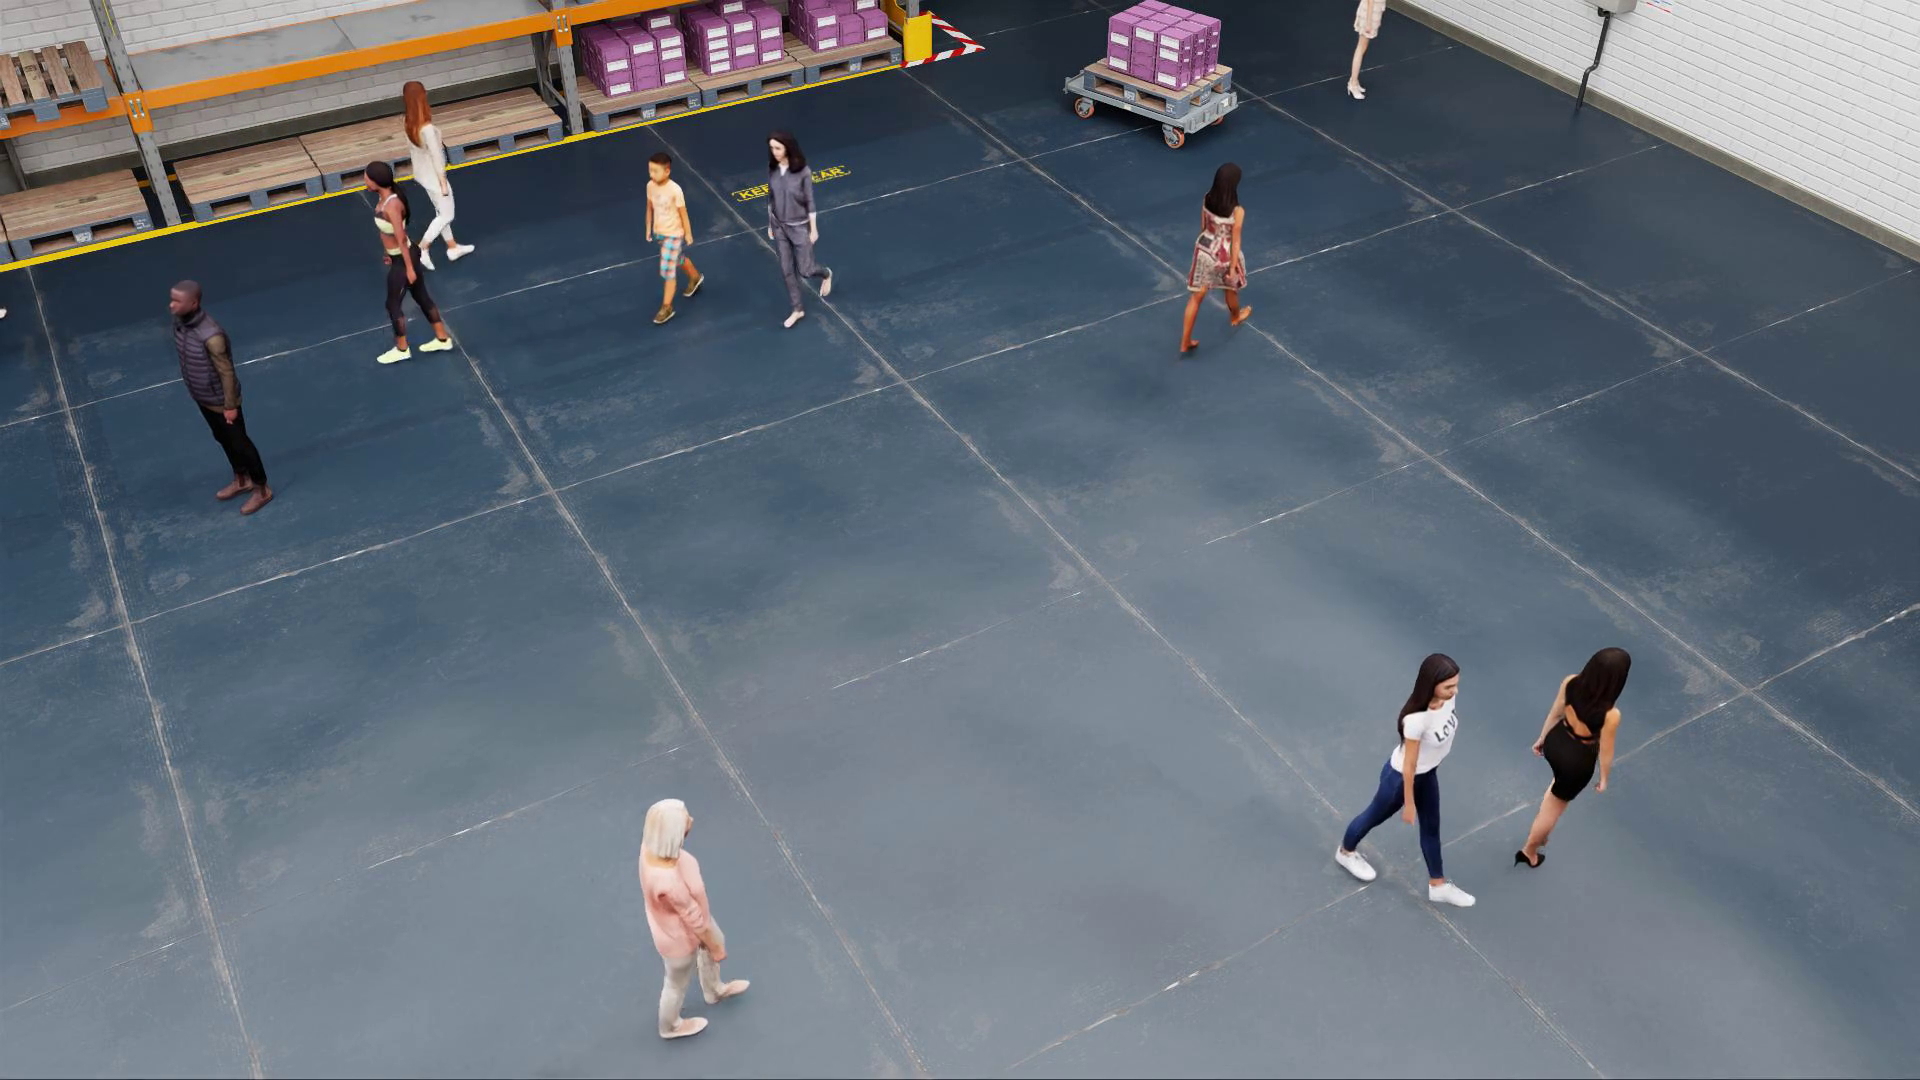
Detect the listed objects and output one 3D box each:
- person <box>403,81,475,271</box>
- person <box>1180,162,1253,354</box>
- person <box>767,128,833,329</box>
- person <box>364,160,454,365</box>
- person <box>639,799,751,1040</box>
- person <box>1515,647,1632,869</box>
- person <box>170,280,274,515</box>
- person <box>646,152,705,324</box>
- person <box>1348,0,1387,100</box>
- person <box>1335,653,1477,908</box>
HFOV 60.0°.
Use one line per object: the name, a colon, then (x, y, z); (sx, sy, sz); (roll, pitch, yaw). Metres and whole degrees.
person: (-4.708, -3.157, 14.609); (0.740, 1.688, 0.947); (31, 48, 33)
person: (2.034, -2.257, 13.558); (0.855, 1.593, 1.195); (29, 47, 31)
person: (-1.361, -2.656, 13.940); (0.843, 1.740, 0.957); (16, 41, 19)
person: (-4.401, -2.260, 13.449); (0.884, 1.734, 0.678); (-12, 40, -15)
person: (-1.472, 1.930, 8.220); (0.797, 1.710, 0.680); (-13, 40, -15)
person: (3.278, 1.246, 9.141); (0.603, 1.631, 0.593); (-17, 42, -20)
person: (-5.283, -1.032, 11.829); (0.769, 1.836, 0.725); (25, 45, 28)
person: (-2.425, -2.637, 14.158); (0.841, 1.437, 1.057); (22, 44, 25)
person: (4.307, -5.533, 17.546); (0.716, 1.735, 0.650); (11, 40, 14)
person: (2.351, 1.252, 9.049); (0.885, 1.737, 1.048); (29, 47, 31)
